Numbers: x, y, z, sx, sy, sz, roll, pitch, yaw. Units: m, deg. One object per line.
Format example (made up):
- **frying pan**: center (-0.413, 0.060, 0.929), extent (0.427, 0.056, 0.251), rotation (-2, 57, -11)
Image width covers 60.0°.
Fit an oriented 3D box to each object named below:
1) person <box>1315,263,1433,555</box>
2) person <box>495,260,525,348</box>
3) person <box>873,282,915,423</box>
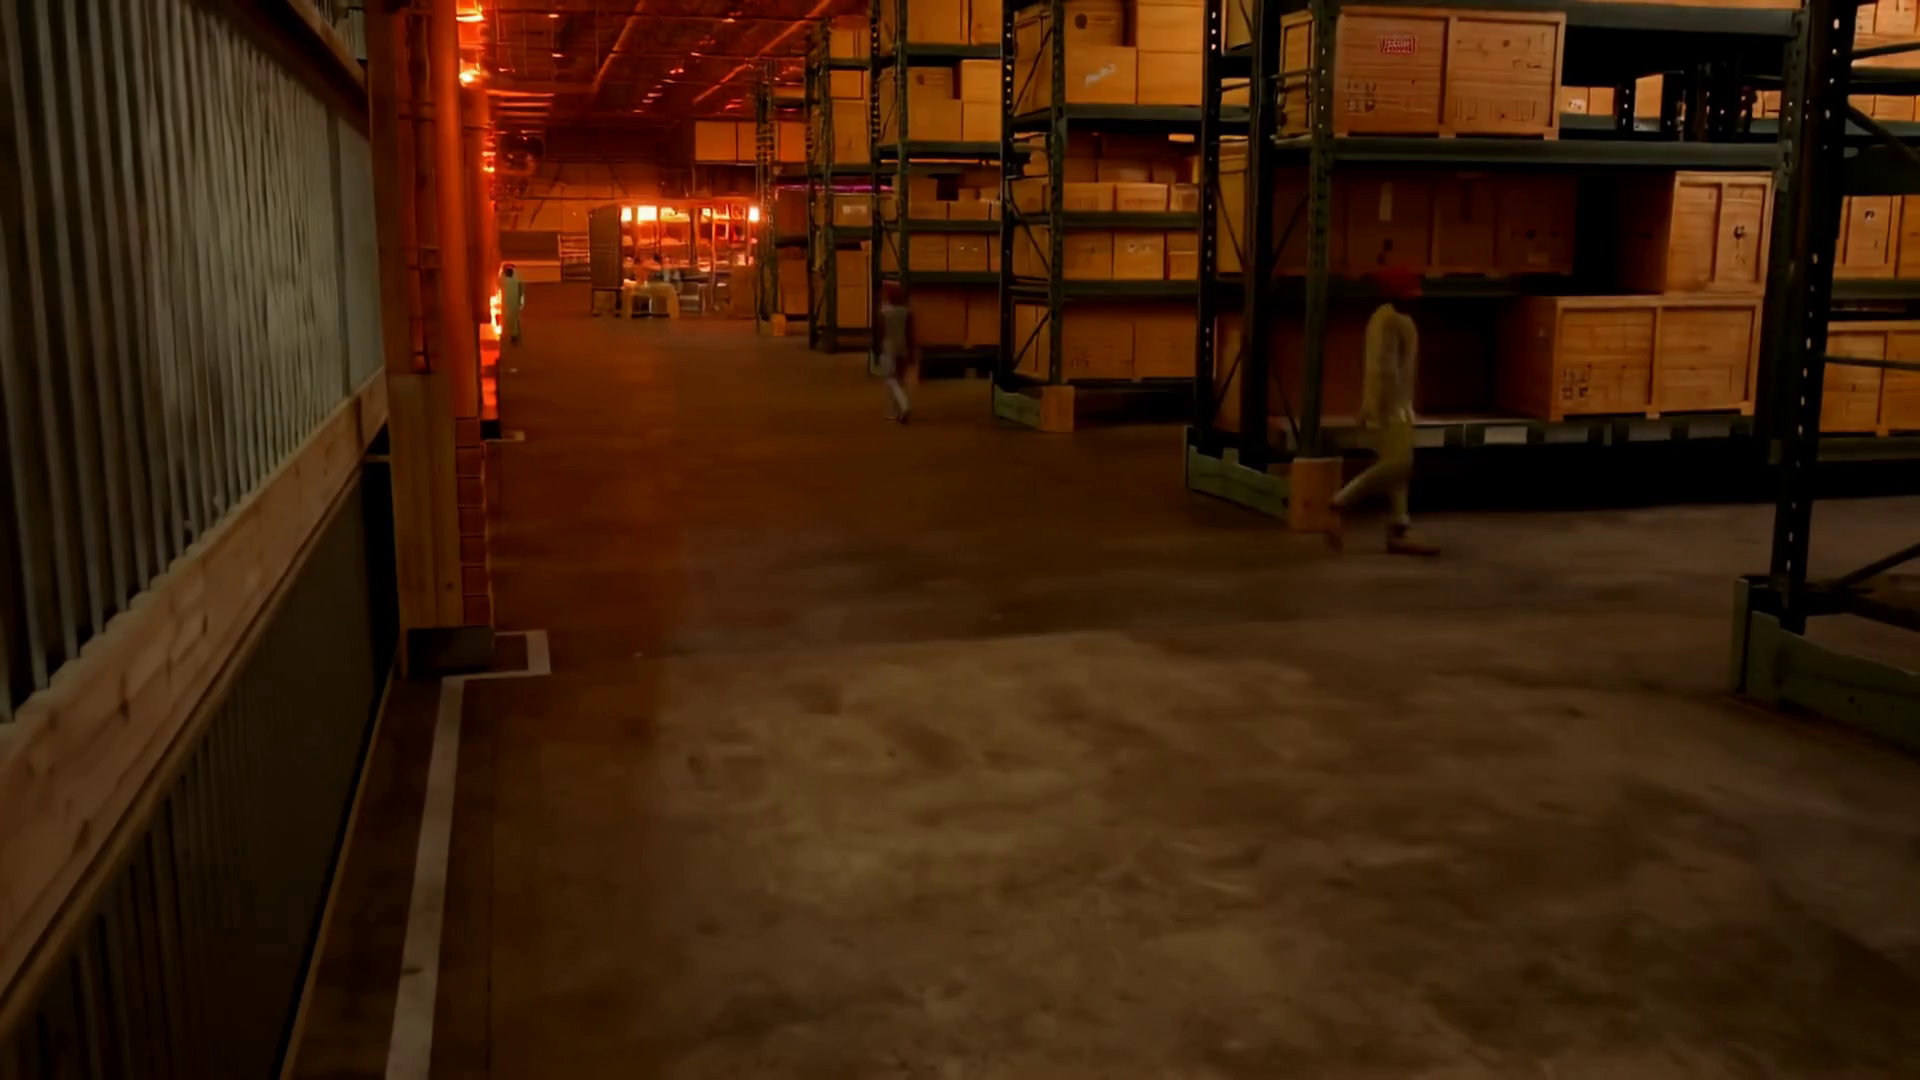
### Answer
- **person**: center (2.778, -0.858, 10.959), extent (0.670, 1.922, 0.640), rotation (5, 11, 28)
- **person**: center (-8.997, -4.714, 33.263), extent (0.573, 1.746, 0.346), rotation (-3, 10, -17)
- **person**: center (-0.724, -2.141, 19.067), extent (0.524, 1.614, 0.700), rotation (-7, 12, -34)
